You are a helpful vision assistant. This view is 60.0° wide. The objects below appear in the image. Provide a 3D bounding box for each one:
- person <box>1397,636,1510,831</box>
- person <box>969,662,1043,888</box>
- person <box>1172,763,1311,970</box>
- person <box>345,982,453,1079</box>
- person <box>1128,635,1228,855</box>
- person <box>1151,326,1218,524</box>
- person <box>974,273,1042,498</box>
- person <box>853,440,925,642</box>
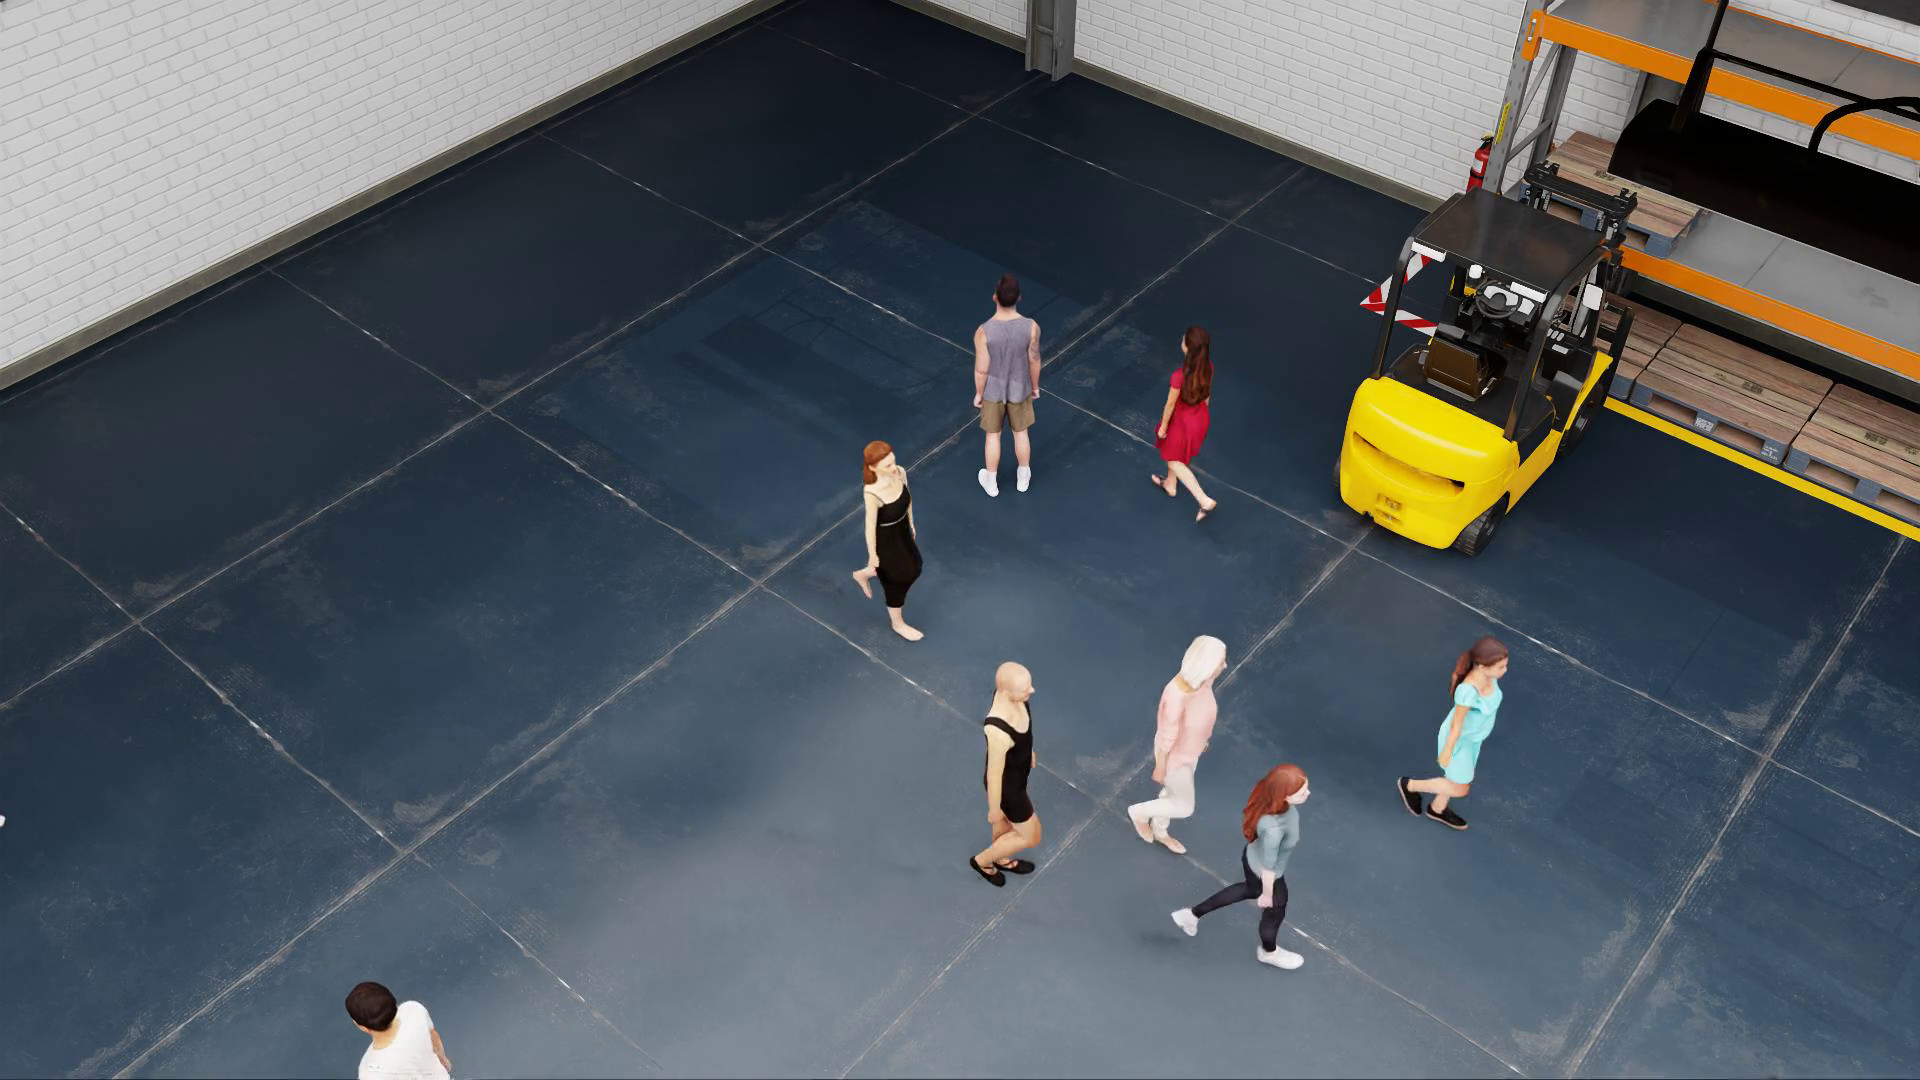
[{"bbox_3d":[2.858,1.114,9.684,0.688,1.551,0.567,27,50,26],"label":"person"},{"bbox_3d":[0.188,1.304,9.300,0.820,1.805,0.786,6,44,6],"label":"person"},{"bbox_3d":[1.566,1.739,8.900,1.074,1.729,0.916,5,44,6],"label":"person"},{"bbox_3d":[-2.538,2.668,7.938,0.728,1.711,0.718,9,44,9],"label":"person"},{"bbox_3d":[1.187,1.153,9.533,0.668,1.703,0.655,28,50,26],"label":"person"},{"bbox_3d":[1.628,-0.797,11.707,0.629,1.528,0.946,-29,51,-27],"label":"person"},{"bbox_3d":[0.326,-1.081,11.766,0.717,1.845,0.768,-7,44,-8],"label":"person"},{"bbox_3d":[-0.521,-0.039,10.851,0.869,1.611,0.637,24,48,23],"label":"person"}]
